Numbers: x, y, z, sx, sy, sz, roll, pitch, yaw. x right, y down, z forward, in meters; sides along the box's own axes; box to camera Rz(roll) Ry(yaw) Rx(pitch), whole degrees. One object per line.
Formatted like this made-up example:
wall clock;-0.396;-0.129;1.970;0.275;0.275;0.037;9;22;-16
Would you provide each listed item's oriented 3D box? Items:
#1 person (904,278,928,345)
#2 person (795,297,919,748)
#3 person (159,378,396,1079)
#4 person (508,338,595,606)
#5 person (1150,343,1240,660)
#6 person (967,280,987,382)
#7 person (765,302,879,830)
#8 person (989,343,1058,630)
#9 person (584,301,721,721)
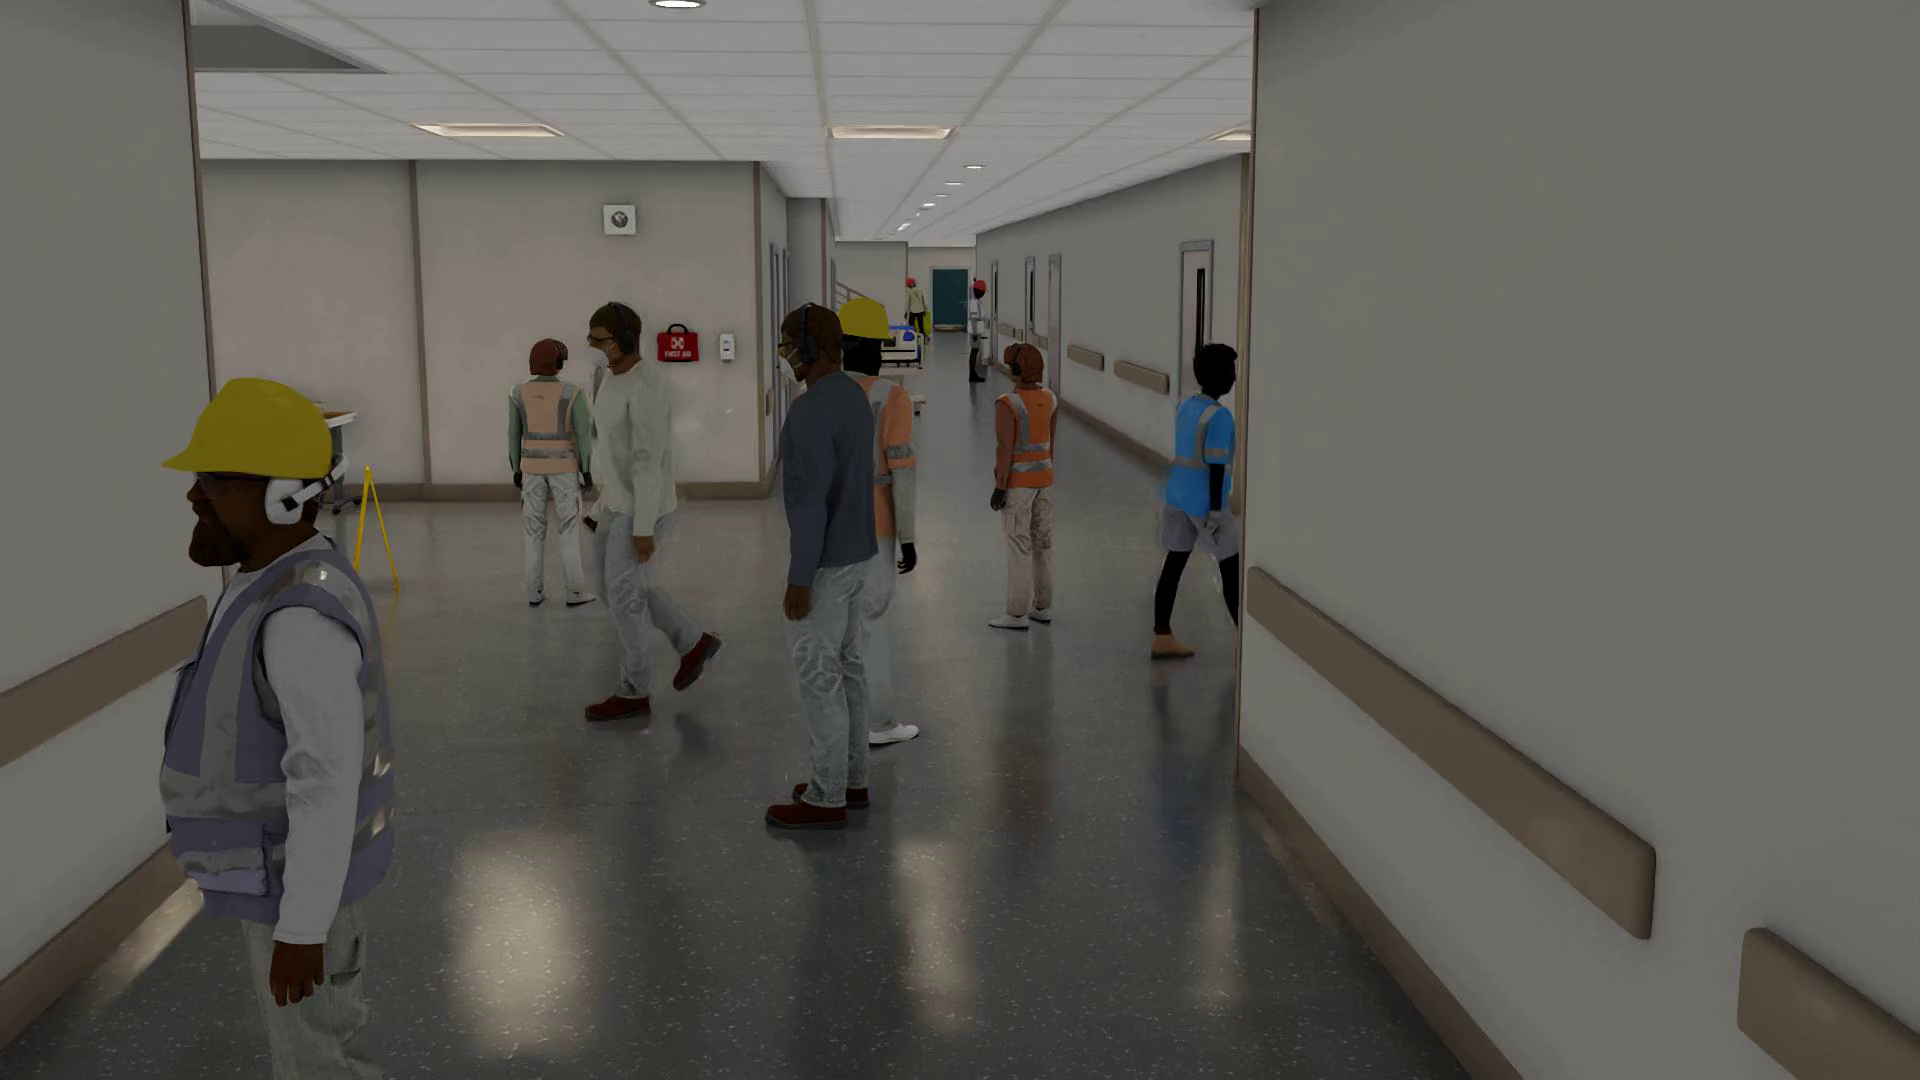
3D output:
person;-1.245;-6.617;48.227;0.784;1.950;0.368;-4;10;-26
person;-0.438;-0.074;7.180;0.591;1.926;0.386;5;10;29
person;-1.278;0.614;3.144;0.403;1.837;0.591;-5;10;-28
person;-2.499;-0.408;10.178;0.524;1.639;0.308;1;9;9
person;1.355;-0.197;8.749;0.800;1.655;0.549;-4;10;-21
person;0.339;-3.962;31.586;0.389;1.929;0.547;1;9;8
person;-0.500;0.095;6.139;0.391;1.928;0.636;2;9;10
person;0.371;-0.306;9.533;0.307;1.641;0.514;7;11;38
person;-1.400;-0.120;7.534;0.574;1.912;0.641;-4;10;-25
